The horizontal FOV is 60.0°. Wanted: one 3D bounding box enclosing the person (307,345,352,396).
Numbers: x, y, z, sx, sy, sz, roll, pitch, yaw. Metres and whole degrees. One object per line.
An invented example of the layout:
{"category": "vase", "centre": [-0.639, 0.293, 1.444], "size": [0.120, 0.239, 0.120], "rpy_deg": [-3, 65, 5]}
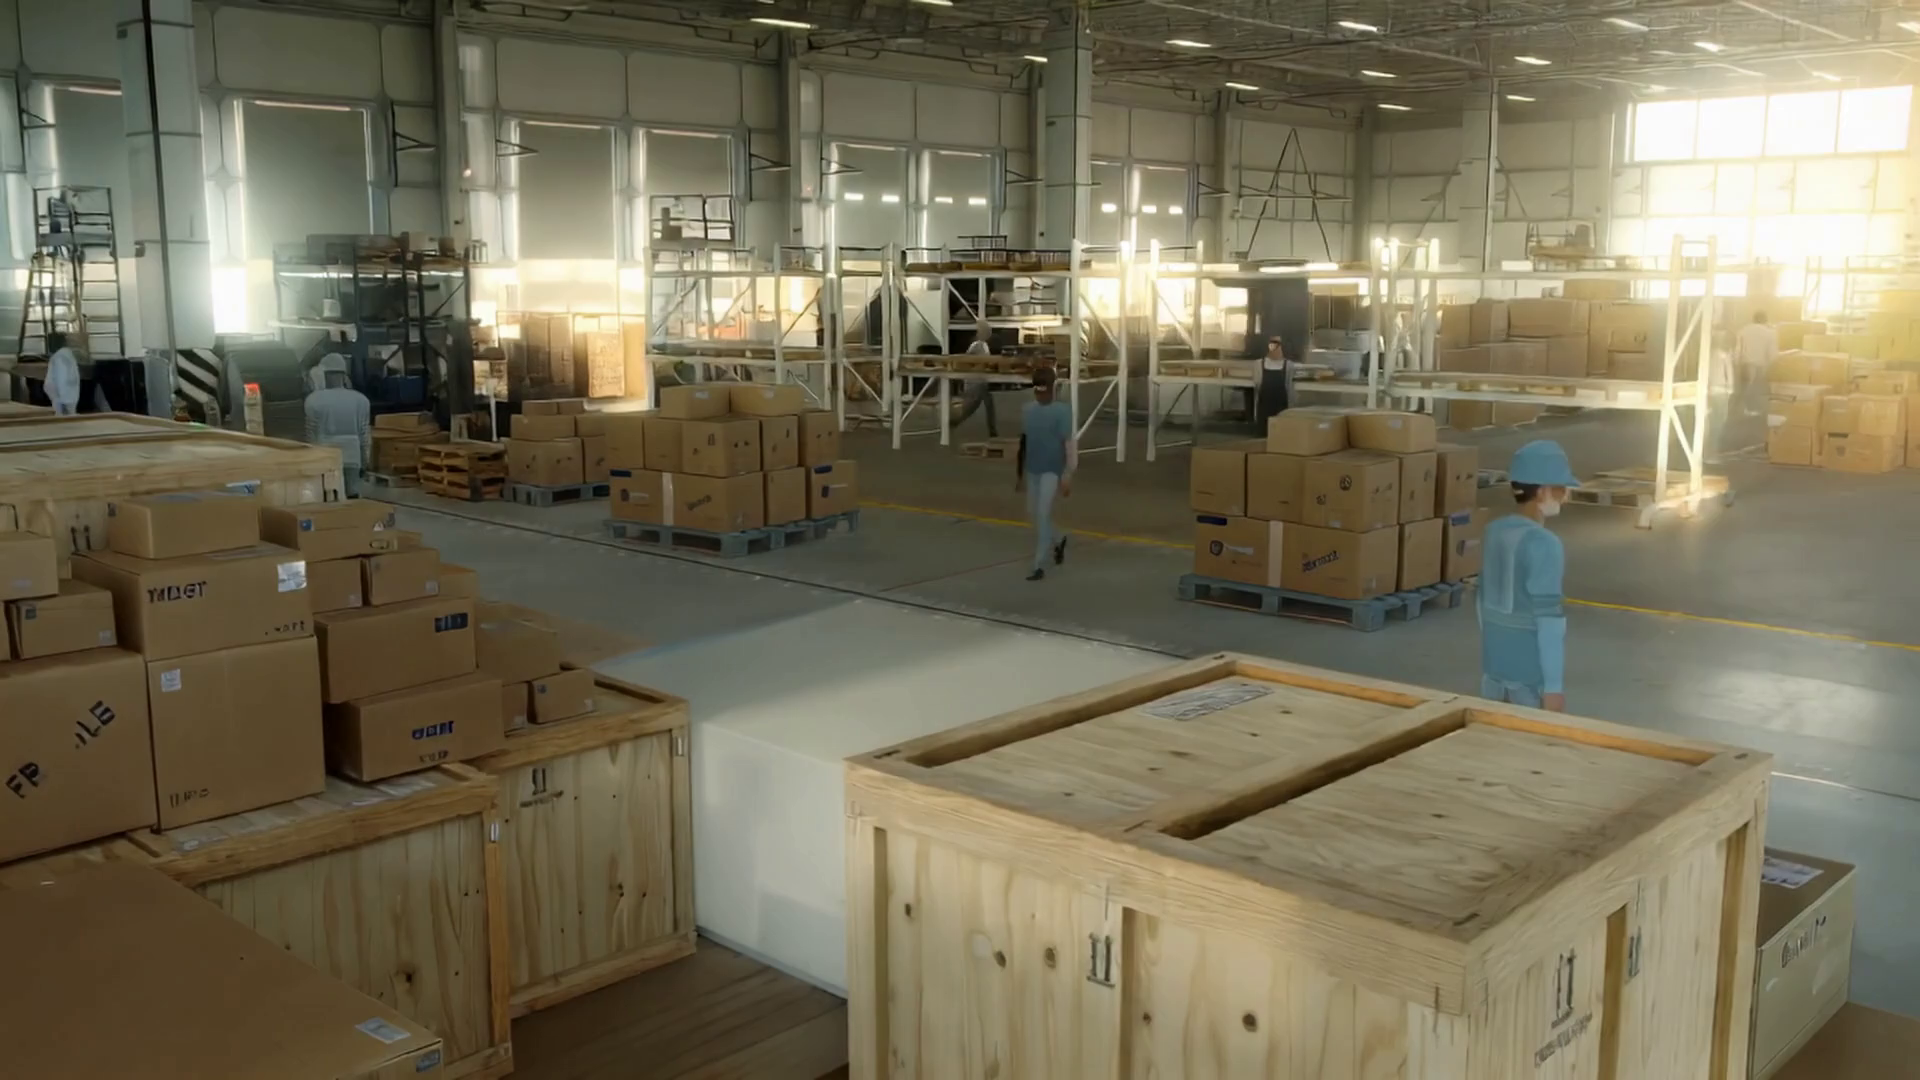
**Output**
{"category": "person", "centre": [-8.222, -1.721, 21.817], "size": [0.543, 1.666, 0.803], "rpy_deg": [0, 9, -2]}

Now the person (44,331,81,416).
{"category": "person", "centre": [-12.240, -1.970, 22.891], "size": [0.796, 1.819, 0.633], "rpy_deg": [-2, 10, -15]}

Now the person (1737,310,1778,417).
{"category": "person", "centre": [14.380, -3.171, 29.949], "size": [0.730, 1.916, 0.645], "rpy_deg": [-8, 12, -39]}

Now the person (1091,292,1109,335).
{"category": "person", "centre": [4.333, -6.696, 51.520], "size": [0.544, 1.930, 0.388], "rpy_deg": [1, 9, 4]}

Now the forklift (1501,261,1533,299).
{"category": "forklift", "centre": [12.670, -4.975, 38.050], "size": [1.873, 2.768, 1.129], "rpy_deg": [9, 13, 43]}

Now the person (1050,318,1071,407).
{"category": "person", "centre": [1.936, -3.340, 31.525], "size": [0.485, 1.739, 0.320], "rpy_deg": [-2, 9, -12]}

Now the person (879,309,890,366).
{"category": "person", "centre": [-2.001, -5.350, 44.177], "size": [0.323, 1.630, 0.523], "rpy_deg": [1, 9, 5]}

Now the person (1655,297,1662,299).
{"category": "person", "centre": [18.187, -5.368, 43.355], "size": [0.627, 1.934, 0.372], "rpy_deg": [-6, 11, -34]}

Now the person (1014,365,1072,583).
{"category": "person", "centre": [0.752, -0.588, 14.310], "size": [0.527, 1.850, 0.739], "rpy_deg": [7, 11, 36]}

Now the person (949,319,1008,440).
{"category": "person", "centre": [0.274, -2.488, 25.839], "size": [0.878, 1.894, 0.596], "rpy_deg": [3, 10, 17]}

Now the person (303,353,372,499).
{"category": "person", "centre": [-5.492, -0.685, 14.688], "size": [0.400, 1.922, 0.593], "rpy_deg": [9, 13, 43]}

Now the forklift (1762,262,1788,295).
{"category": "forklift", "centre": [21.403, -5.929, 43.895], "size": [1.873, 2.768, 1.129], "rpy_deg": [9, 13, 43]}

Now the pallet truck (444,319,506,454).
{"category": "pallet truck", "centre": [-6.981, -1.942, 22.150], "size": [1.885, 1.965, 0.823], "rpy_deg": [1, 9, 9]}

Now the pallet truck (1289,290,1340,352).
{"category": "pallet truck", "centre": [11.297, -6.951, 52.861], "size": [1.885, 1.965, 0.823], "rpy_deg": [-5, 11, -29]}

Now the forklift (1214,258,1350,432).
{"category": "forklift", "centre": [5.174, -3.085, 26.461], "size": [1.873, 2.768, 1.129], "rpy_deg": [9, 13, 43]}

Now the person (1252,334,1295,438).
{"category": "person", "centre": [3.897, -1.629, 20.696], "size": [0.504, 1.847, 0.344], "rpy_deg": [2, 10, 14]}

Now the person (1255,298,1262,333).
{"category": "person", "centre": [7.415, -4.974, 40.913], "size": [0.353, 1.942, 0.545], "rpy_deg": [-4, 10, -26]}

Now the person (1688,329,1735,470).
{"category": "person", "centre": [9.964, -1.856, 22.043], "size": [0.539, 1.869, 0.574], "rpy_deg": [8, 12, 40]}

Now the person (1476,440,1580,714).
{"category": "person", "centre": [2.426, 0.539, 7.122], "size": [0.357, 1.937, 0.550], "rpy_deg": [-2, 10, -13]}
